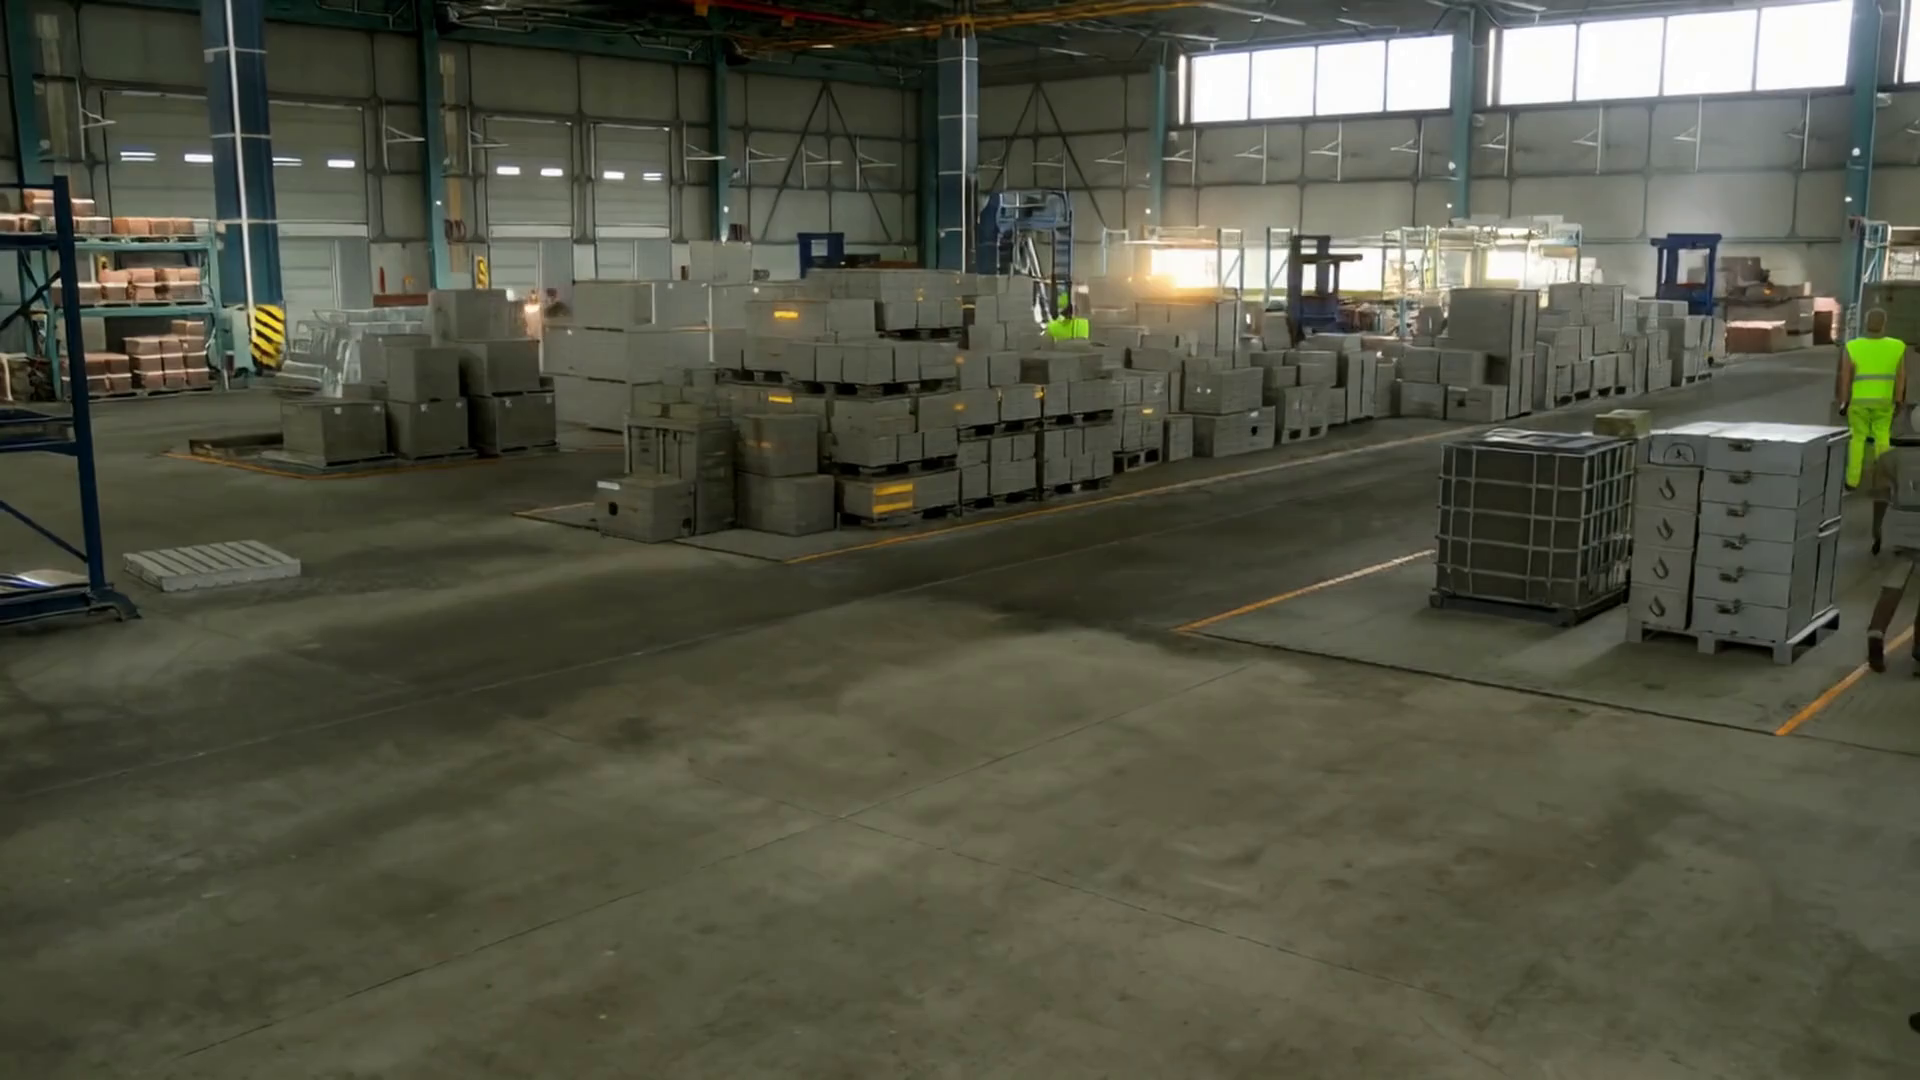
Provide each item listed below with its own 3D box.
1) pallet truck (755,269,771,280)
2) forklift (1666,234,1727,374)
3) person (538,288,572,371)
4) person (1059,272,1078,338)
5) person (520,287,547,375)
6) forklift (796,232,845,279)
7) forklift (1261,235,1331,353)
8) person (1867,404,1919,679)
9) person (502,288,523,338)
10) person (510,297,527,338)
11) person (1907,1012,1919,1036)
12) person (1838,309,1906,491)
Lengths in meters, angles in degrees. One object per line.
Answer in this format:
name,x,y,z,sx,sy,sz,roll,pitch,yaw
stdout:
pallet truck,-4.996,-6.432,45.525,1.885,1.965,0.823,-6,12,-32
forklift,14.498,-4.684,33.062,1.129,2.768,1.873,8,13,40
person,-6.838,-3.328,28.203,1.027,1.881,0.620,-10,14,-43
person,2.890,-6.372,45.464,0.863,1.896,0.574,9,14,43
person,-7.914,-3.785,30.932,0.516,1.830,0.501,0,10,-1
forklift,-2.551,-4.254,30.611,1.873,2.768,1.129,8,13,40
forklift,7.439,-5.133,35.615,1.129,2.768,1.873,-6,12,-32
person,5.598,0.011,9.745,0.538,1.681,0.562,9,13,42
person,-7.606,-3.230,27.620,0.650,1.897,0.984,8,13,38
person,-7.655,-3.298,28.486,0.517,1.706,0.423,1,10,8
person,3.574,0.727,5.089,1.027,1.885,0.558,2,10,12
person,9.555,-1.458,17.450,0.587,1.913,0.391,4,11,20
